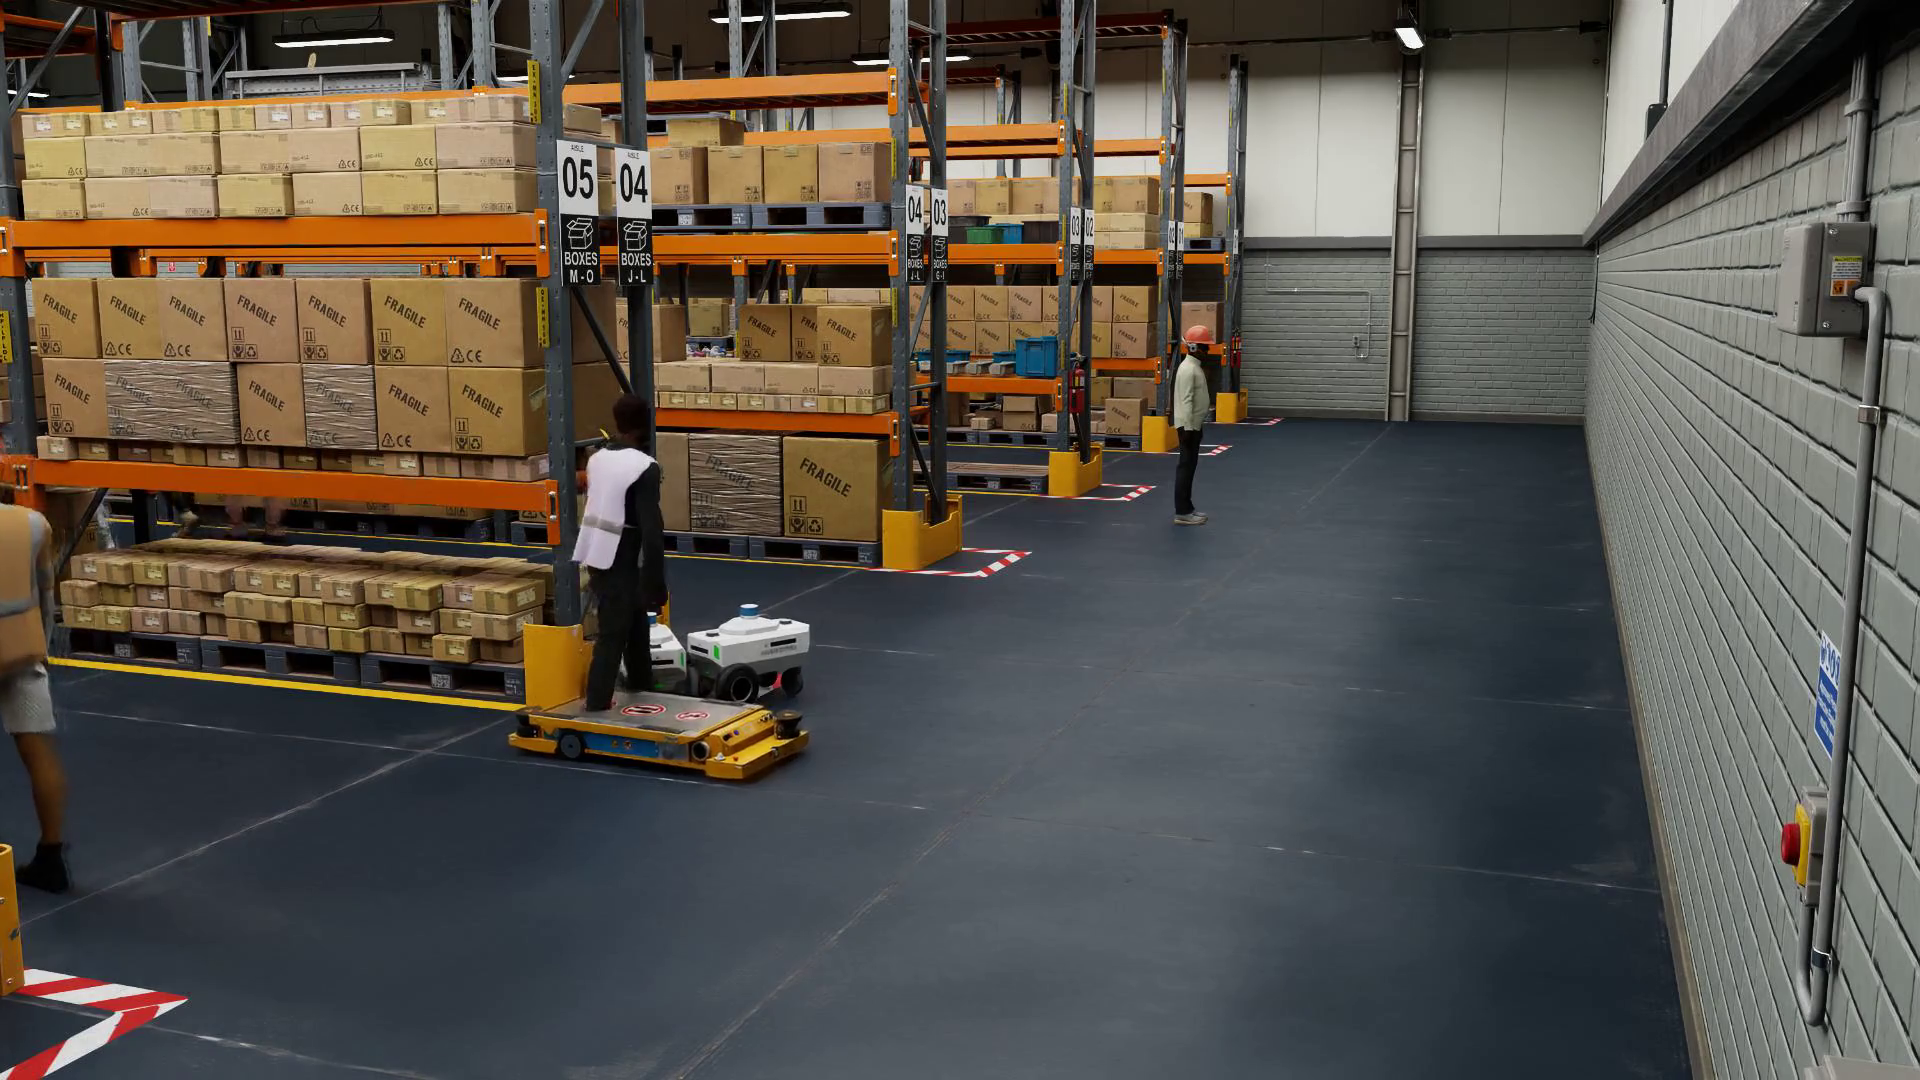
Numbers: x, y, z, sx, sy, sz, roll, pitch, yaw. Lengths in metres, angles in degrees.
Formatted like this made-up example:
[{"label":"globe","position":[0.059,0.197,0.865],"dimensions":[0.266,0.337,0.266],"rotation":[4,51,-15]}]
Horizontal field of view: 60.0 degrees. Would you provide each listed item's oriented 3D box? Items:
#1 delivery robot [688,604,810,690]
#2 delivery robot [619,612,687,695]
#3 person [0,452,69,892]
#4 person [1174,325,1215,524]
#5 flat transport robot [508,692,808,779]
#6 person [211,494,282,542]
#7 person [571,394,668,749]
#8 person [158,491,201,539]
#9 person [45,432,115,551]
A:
[{"label":"delivery robot","position":[-1.232,0.621,9.776],"dimensions":[0.707,0.478,0.477],"rotation":[-8,12,-41]},{"label":"delivery robot","position":[-1.785,0.657,9.553],"dimensions":[0.477,0.478,0.707],"rotation":[-3,10,-17]},{"label":"person","position":[-4.024,0.470,6.838],"dimensions":[0.965,1.888,0.574],"rotation":[6,11,31]},{"label":"person","position":[2.340,-1.152,16.677],"dimensions":[0.402,1.988,0.613],"rotation":[2,9,14]},{"label":"flat transport robot","position":[-1.575,0.986,8.676],"dimensions":[1.431,0.197,0.652],"rotation":[4,10,24]},{"label":"person","position":[-6.677,-0.906,15.473],"dimensions":[0.789,1.875,0.666],"rotation":[2,9,14]},{"label":"person","position":[-1.773,0.159,8.921],"dimensions":[0.806,1.861,0.615],"rotation":[-7,11,-37]},{"label":"person","position":[-7.236,-0.806,15.467],"dimensions":[0.444,1.683,0.539],"rotation":[5,10,28]},{"label":"person","position":[-7.867,-0.690,14.669],"dimensions":[0.889,1.702,0.501],"rotation":[3,10,20]}]
